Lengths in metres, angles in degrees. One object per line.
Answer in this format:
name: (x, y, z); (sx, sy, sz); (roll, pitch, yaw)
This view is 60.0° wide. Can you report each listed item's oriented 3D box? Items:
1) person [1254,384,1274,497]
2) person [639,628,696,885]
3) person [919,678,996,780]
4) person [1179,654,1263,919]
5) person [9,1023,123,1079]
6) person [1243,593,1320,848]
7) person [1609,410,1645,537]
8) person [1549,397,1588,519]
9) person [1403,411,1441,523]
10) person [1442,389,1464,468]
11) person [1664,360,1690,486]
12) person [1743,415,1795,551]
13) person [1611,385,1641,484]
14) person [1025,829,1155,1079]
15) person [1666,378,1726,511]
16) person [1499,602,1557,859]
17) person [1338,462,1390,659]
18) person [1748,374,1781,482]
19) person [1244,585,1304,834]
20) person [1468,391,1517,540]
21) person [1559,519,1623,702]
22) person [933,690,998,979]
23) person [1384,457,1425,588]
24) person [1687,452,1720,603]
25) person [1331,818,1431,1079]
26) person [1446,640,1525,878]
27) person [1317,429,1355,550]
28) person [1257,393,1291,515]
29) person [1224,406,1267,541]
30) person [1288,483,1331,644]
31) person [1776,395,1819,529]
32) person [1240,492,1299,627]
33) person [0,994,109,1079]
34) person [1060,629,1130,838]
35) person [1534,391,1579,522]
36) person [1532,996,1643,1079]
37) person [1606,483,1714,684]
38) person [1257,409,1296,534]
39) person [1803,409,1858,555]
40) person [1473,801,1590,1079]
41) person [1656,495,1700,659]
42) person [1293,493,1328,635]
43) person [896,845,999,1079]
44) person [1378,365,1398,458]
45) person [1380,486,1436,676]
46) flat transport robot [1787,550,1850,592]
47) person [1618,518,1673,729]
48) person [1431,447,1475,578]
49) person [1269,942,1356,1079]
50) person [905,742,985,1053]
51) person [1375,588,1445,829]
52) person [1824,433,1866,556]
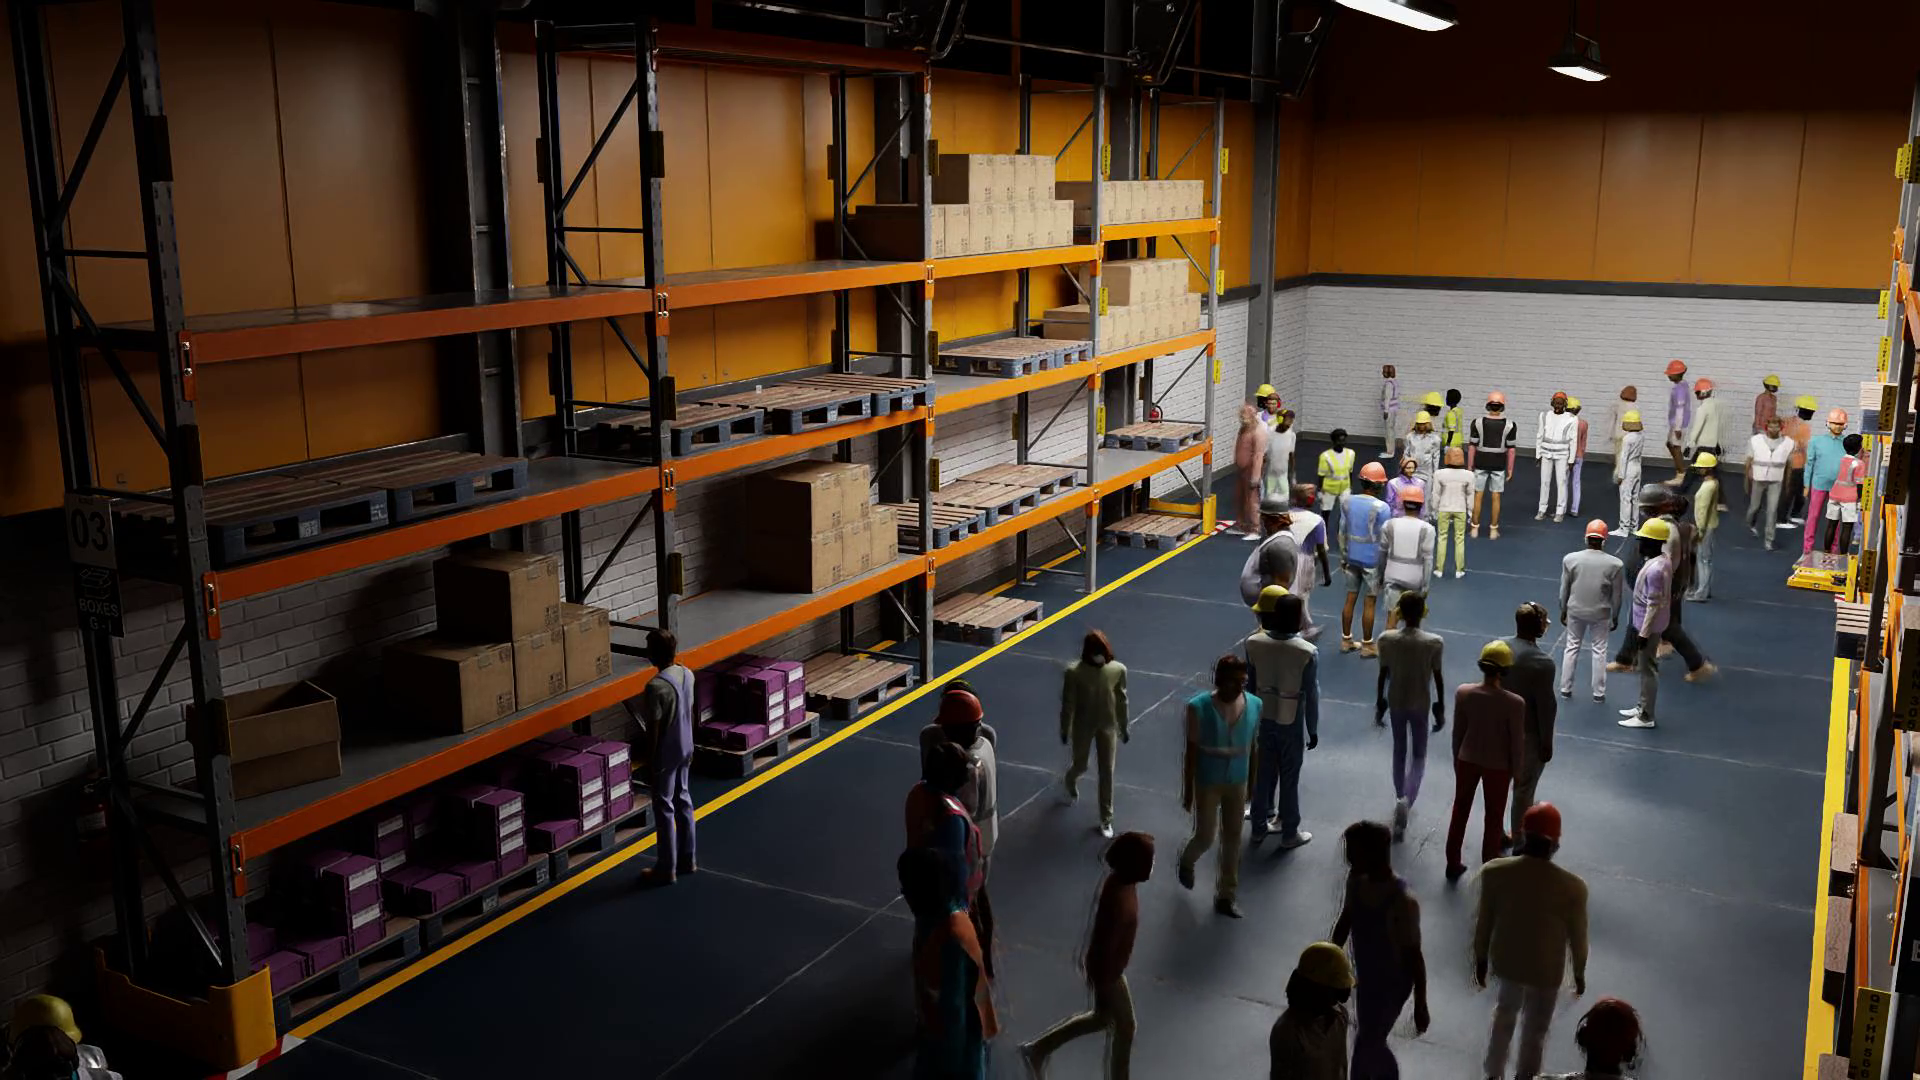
person: (4.436, -1.306, 24.238); (0.388, 1.936, 0.623); (3, 13, 15)
person: (-2.065, 1.521, 11.774); (0.355, 1.836, 0.515); (6, 14, 24)
person: (-0.015, 1.768, 10.611); (0.510, 1.861, 0.328); (0, 13, -1)
person: (1.749, 1.627, 11.300); (0.587, 1.826, 0.541); (-4, 13, -16)
person: (-3.432, 2.717, 6.391); (0.430, 1.845, 0.620); (12, 17, 42)
person: (2.385, 1.341, 12.386); (0.597, 1.915, 0.366); (10, 16, 37)
person: (9.201, -0.919, 22.916); (0.485, 1.737, 0.322); (-11, 16, -40)
person: (8.800, -1.184, 24.025); (0.525, 1.771, 0.305); (-5, 13, -21)
person: (6.326, -0.912, 22.864); (0.485, 1.744, 0.308); (5, 14, 21)
person: (7.523, -1.463, 25.434); (0.322, 1.696, 0.536); (7, 14, 29)
person: (11.427, -1.867, 26.511); (0.528, 2.018, 0.657); (5, 13, 19)
person: (10.770, -0.800, 22.216); (0.599, 1.816, 0.698); (4, 13, 18)
person: (10.558, -1.653, 26.500); (0.588, 1.614, 0.501); (-11, 17, -42)
person: (0.717, 2.284, 8.903); (0.655, 1.602, 0.508); (1, 13, 6)
person: (11.043, -1.433, 24.769); (1.026, 1.938, 0.614); (11, 17, 41)
person: (4.088, 1.390, 12.119); (0.372, 1.940, 0.630); (-6, 14, -24)
person: (4.205, 0.202, 17.202); (0.391, 2.040, 0.615); (-10, 16, -37)
person: (12.963, -1.791, 26.773); (0.525, 1.760, 0.341); (-9, 15, -34)
person: (2.400, 1.275, 12.662); (0.384, 1.924, 0.589); (-5, 14, -22)
person: (7.238, -1.011, 22.677); (0.611, 2.030, 0.410); (4, 13, 16)
person: (5.990, 0.664, 15.815); (0.565, 1.742, 0.352); (7, 14, 27)
person: (0.030, 1.839, 10.135); (0.385, 1.929, 0.543); (3, 13, 12)
person: (5.295, -0.185, 19.845); (0.511, 1.641, 0.308); (-4, 13, -17)
person: (8.672, -0.150, 19.417); (0.340, 1.762, 0.527); (8, 15, 33)
person: (2.097, 2.273, 8.476); (0.627, 1.800, 0.515); (-4, 13, -19)
person: (3.710, 1.570, 11.735); (0.360, 1.759, 0.522); (-12, 17, -43)
person: (4.940, -0.648, 21.865); (0.542, 1.660, 0.617); (-3, 13, -14)
person: (4.499, -1.216, 24.024); (0.559, 1.836, 0.394); (8, 15, 31)
person: (3.905, -0.919, 22.640); (0.407, 1.867, 0.823); (-2, 13, -11)
person: (3.585, 0.295, 17.343); (0.963, 1.786, 0.587); (-9, 15, -35)
person: (11.794, -1.078, 23.258); (0.667, 1.896, 0.591); (3, 13, 14)
person: (2.900, 0.551, 15.641); (0.535, 2.000, 0.687); (3, 13, 12)
person: (-3.610, 2.663, 6.673); (0.403, 1.826, 0.591); (6, 14, 26)
person: (1.020, 1.413, 12.781); (0.537, 1.599, 0.705); (-2, 13, -7)
person: (8.531, -1.196, 23.834); (0.575, 1.880, 0.358); (10, 16, 38)
person: (2.460, 2.696, 6.474); (0.576, 1.854, 0.936); (0, 13, -2)
person: (6.952, 0.388, 16.373); (0.964, 2.000, 0.716); (4, 13, 18)
person: (4.268, -0.857, 22.427); (0.568, 1.843, 0.330); (-2, 13, -8)
person: (11.136, -0.693, 21.310); (0.614, 1.997, 0.374); (4, 13, 18)
person: (3.035, 2.229, 8.829); (0.565, 1.734, 0.489); (10, 16, 38)
person: (7.398, 0.388, 17.216); (0.591, 1.673, 0.505); (-3, 13, -13)
person: (3.702, 0.240, 17.971); (0.530, 1.626, 0.394); (10, 16, 39)
person: (0.031, 2.354, 7.970); (0.857, 1.863, 0.632); (-4, 13, -19)
person: (7.511, -2.254, 29.135); (0.318, 1.631, 0.514); (4, 13, 19)
person: (4.483, 0.392, 16.748); (0.571, 1.870, 1.019); (6, 14, 26)
flat transport robot: (10.645, 0.374, 20.431); (0.652, 0.197, 1.431); (9, 15, 34)
person: (6.210, 0.747, 15.015); (0.358, 1.930, 0.588); (6, 14, 24)
person: (6.080, -0.341, 20.548); (0.507, 1.635, 0.272); (3, 13, 12)
person: (1.542, 2.571, 7.294); (0.484, 1.737, 0.317); (-10, 16, -38)
person: (-0.089, 2.032, 9.462); (0.430, 1.844, 0.624); (-5, 13, -20)
person: (3.460, 1.292, 12.805); (0.530, 1.842, 0.809); (6, 14, 25)
person: (11.284, -0.516, 21.195); (0.317, 1.695, 0.540); (-4, 13, -18)
